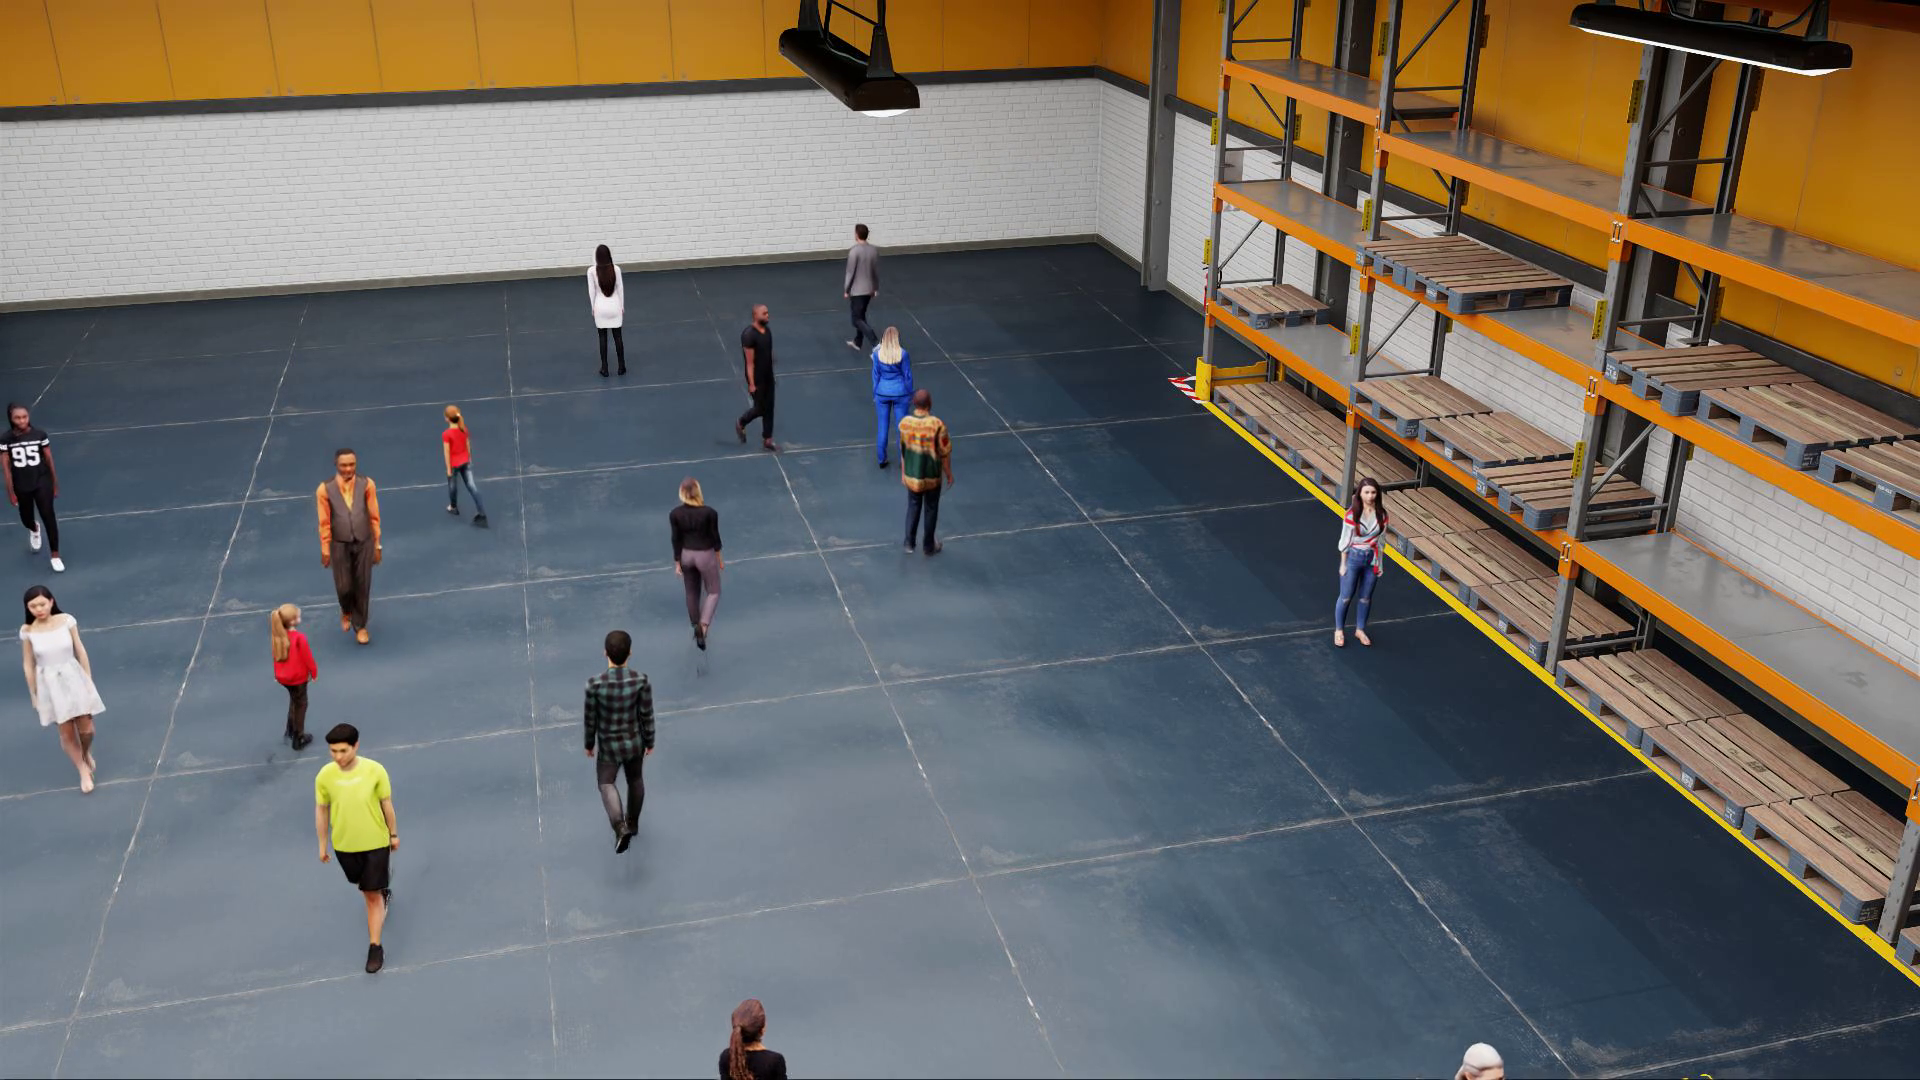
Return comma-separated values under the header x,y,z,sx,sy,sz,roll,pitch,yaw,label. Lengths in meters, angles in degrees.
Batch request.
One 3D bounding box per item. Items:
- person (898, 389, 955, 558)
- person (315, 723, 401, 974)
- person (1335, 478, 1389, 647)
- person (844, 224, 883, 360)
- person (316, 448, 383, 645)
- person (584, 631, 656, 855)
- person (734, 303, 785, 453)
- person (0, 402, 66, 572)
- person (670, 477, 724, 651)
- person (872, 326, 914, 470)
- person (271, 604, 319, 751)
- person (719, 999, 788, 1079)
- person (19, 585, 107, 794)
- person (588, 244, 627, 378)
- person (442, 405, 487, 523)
x,y,z,sx,sy,sz,roll,pitch,yaw,label
-0.379,-0.646,16.821,0.865,1.802,0.918,10,26,22,person
-3.977,1.941,11.067,0.772,1.670,1.150,-2,24,-5,person
3.647,0.190,15.143,0.622,1.614,0.565,-2,24,-5,person
-1.333,-3.447,23.173,1.251,1.846,1.080,20,31,39,person
-5.564,0.018,15.196,0.794,1.886,0.848,-9,25,-20,person
-2.456,1.468,11.962,0.729,1.701,0.897,-8,25,-18,person
-2.433,-1.919,19.726,1.047,1.808,0.991,13,27,26,person
-9.339,-0.552,16.717,0.802,1.712,1.066,-14,27,-30,person
-2.356,0.258,14.938,0.756,1.654,0.923,1,24,3,person
-0.787,-1.650,19.244,0.707,1.701,0.693,4,24,9,person
-5.419,1.128,13.429,0.594,1.269,0.635,6,24,13,person
-1.073,3.089,8.613,0.880,1.531,1.120,6,24,13,person
-6.912,1.130,12.804,0.735,1.765,0.811,-14,27,-29,person
-4.761,-3.102,22.435,0.602,1.806,0.517,-6,24,-14,person
-5.319,-0.797,17.802,0.957,1.293,0.790,20,31,38,person
